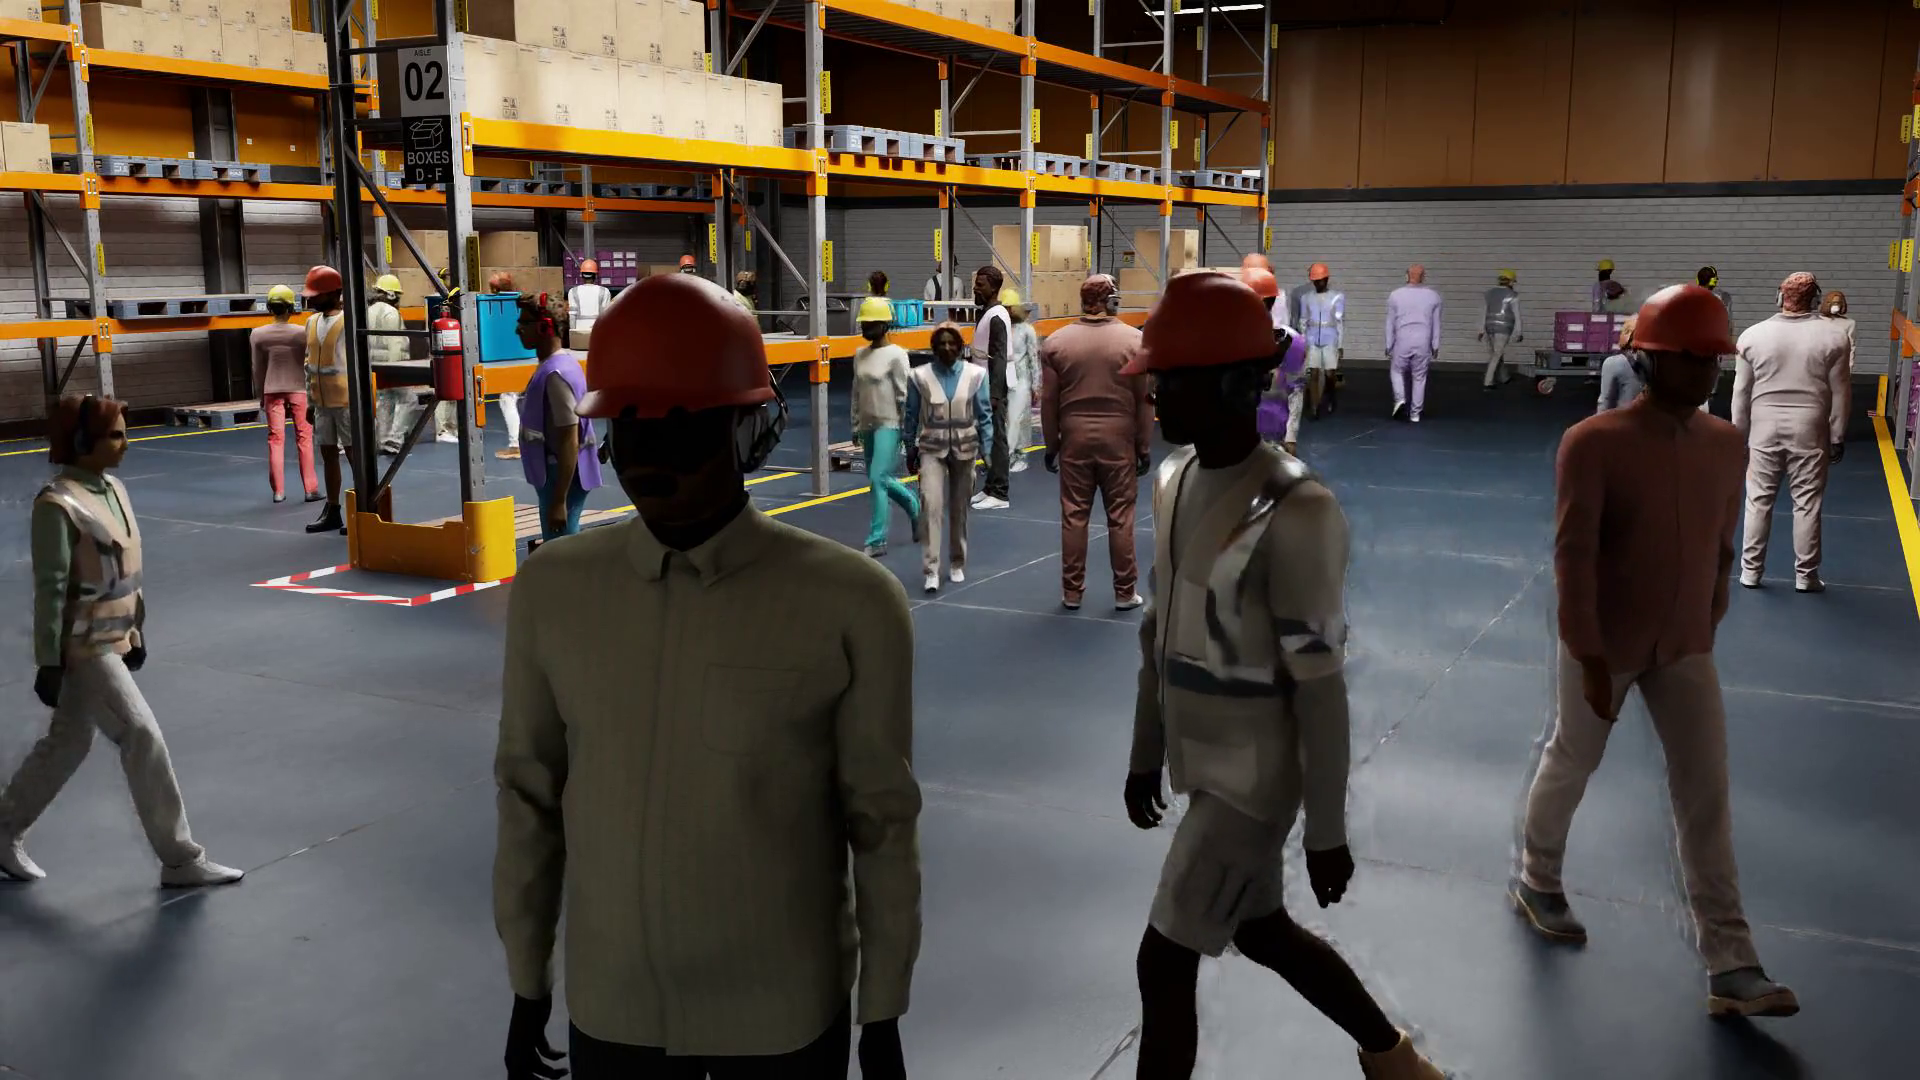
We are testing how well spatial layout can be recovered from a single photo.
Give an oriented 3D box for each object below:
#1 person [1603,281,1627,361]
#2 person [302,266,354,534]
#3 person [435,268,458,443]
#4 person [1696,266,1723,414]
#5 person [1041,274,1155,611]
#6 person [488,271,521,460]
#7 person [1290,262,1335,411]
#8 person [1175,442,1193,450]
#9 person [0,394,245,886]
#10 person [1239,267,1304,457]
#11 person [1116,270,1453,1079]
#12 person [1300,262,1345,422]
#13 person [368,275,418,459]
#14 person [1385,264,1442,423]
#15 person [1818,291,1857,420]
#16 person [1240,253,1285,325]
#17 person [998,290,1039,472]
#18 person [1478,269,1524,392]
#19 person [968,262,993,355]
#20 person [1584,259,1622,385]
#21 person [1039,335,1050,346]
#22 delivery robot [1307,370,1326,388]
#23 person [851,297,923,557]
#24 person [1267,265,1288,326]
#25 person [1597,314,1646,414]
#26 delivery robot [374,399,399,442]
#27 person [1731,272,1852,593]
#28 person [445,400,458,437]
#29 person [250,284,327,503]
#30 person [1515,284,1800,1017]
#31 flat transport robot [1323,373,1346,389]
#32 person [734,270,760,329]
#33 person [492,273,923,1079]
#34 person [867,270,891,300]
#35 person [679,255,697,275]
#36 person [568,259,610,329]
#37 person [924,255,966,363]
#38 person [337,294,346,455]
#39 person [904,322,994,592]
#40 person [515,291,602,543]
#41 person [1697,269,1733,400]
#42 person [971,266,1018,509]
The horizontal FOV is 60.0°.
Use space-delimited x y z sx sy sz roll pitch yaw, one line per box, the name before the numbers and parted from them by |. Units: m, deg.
person | 9.672 -3.018 24.612 0.440 1.608 0.510 0 10 -2
person | -4.505 -0.997 11.972 0.542 1.928 0.374 4 11 22
person | -5.475 -1.975 17.819 0.323 1.865 0.518 1 10 3
person | 8.583 -2.227 19.275 0.309 1.864 0.534 -7 12 -36
person | 0.783 -0.544 9.425 0.643 1.905 0.400 2 10 12
person | -4.337 -1.717 16.395 0.346 1.852 0.667 9 13 41
person | 4.521 -2.595 21.273 0.627 1.916 0.877 3 10 14
person | 1.624 -0.800 11.505 0.318 1.697 0.535 -4 11 -23
person | -2.789 0.330 5.261 0.848 1.596 0.522 -2 10 -9
person | 1.777 -0.662 10.013 0.551 1.933 0.369 8 13 39
person | 0.633 0.450 3.437 0.999 2.002 0.621 -3 10 -15
person | 4.376 -2.387 20.059 0.557 1.913 0.593 4 11 24
person | -5.597 -1.692 16.340 0.443 1.804 0.609 -9 13 -42
person | 5.384 -2.329 19.794 0.658 1.893 0.458 1 10 7
person | 9.176 -1.814 17.588 0.500 1.629 0.271 3 10 19
person | 2.978 -1.870 16.759 0.606 2.028 0.501 6 12 32
person | 0.451 -1.416 15.081 0.503 1.692 0.921 6 11 29
person | 8.004 -3.073 24.385 0.906 1.782 0.599 -6 11 -30
person | 0.399 -2.401 20.122 0.646 1.913 0.674 5 11 26
person | 9.864 -3.335 25.512 0.588 1.927 0.369 -6 12 -32
person | 1.577 -3.992 29.375 0.634 1.917 0.792 -2 10 -9
delivery robot | 5.017 -2.363 23.583 0.477 0.478 0.707 3 10 17
person | -0.476 -0.766 11.201 0.756 1.745 0.530 -9 13 -42
person | 3.919 -2.517 21.005 0.341 1.872 0.612 -6 11 -31
person | 4.479 -0.693 11.098 0.540 1.627 0.368 1 10 3
delivery robot | -5.957 -1.260 17.193 0.477 0.478 0.707 -2 10 -12
person | 4.962 -0.639 9.956 0.639 1.910 0.407 6 12 32
person | -5.483 -1.985 17.998 0.441 1.821 0.724 -7 12 -36
person | -5.448 -1.179 13.493 0.525 1.769 0.308 -1 10 -5
person | 1.900 0.281 4.558 0.614 1.934 1.065 -2 10 -11
flat transport robot | 4.988 -2.412 24.950 1.431 0.197 0.652 6 12 31
person | -2.563 -2.186 19.181 0.520 1.823 0.751 0 10 2
person | -0.364 0.632 2.347 0.622 1.994 0.381 2 10 11
person | -0.874 -1.983 17.968 0.538 1.838 0.865 3 10 18
person | -3.872 -3.086 23.884 0.613 1.991 0.391 -7 12 -35
person | -4.818 -2.681 21.694 0.547 1.938 0.379 -2 10 -10
person | -0.148 -3.193 24.360 0.682 2.000 0.538 6 12 33
person | -6.250 -1.680 16.758 0.309 1.641 0.512 -9 14 -44
person | -0.065 -0.490 9.963 0.527 1.606 0.798 -1 10 -6
person | -1.866 -0.231 7.775 0.373 1.843 0.570 -3 10 -17
person | 10.364 -2.857 23.074 0.666 1.810 0.512 2 10 12
person | 0.253 -1.208 13.219 0.390 1.921 0.591 -2 10 -9
